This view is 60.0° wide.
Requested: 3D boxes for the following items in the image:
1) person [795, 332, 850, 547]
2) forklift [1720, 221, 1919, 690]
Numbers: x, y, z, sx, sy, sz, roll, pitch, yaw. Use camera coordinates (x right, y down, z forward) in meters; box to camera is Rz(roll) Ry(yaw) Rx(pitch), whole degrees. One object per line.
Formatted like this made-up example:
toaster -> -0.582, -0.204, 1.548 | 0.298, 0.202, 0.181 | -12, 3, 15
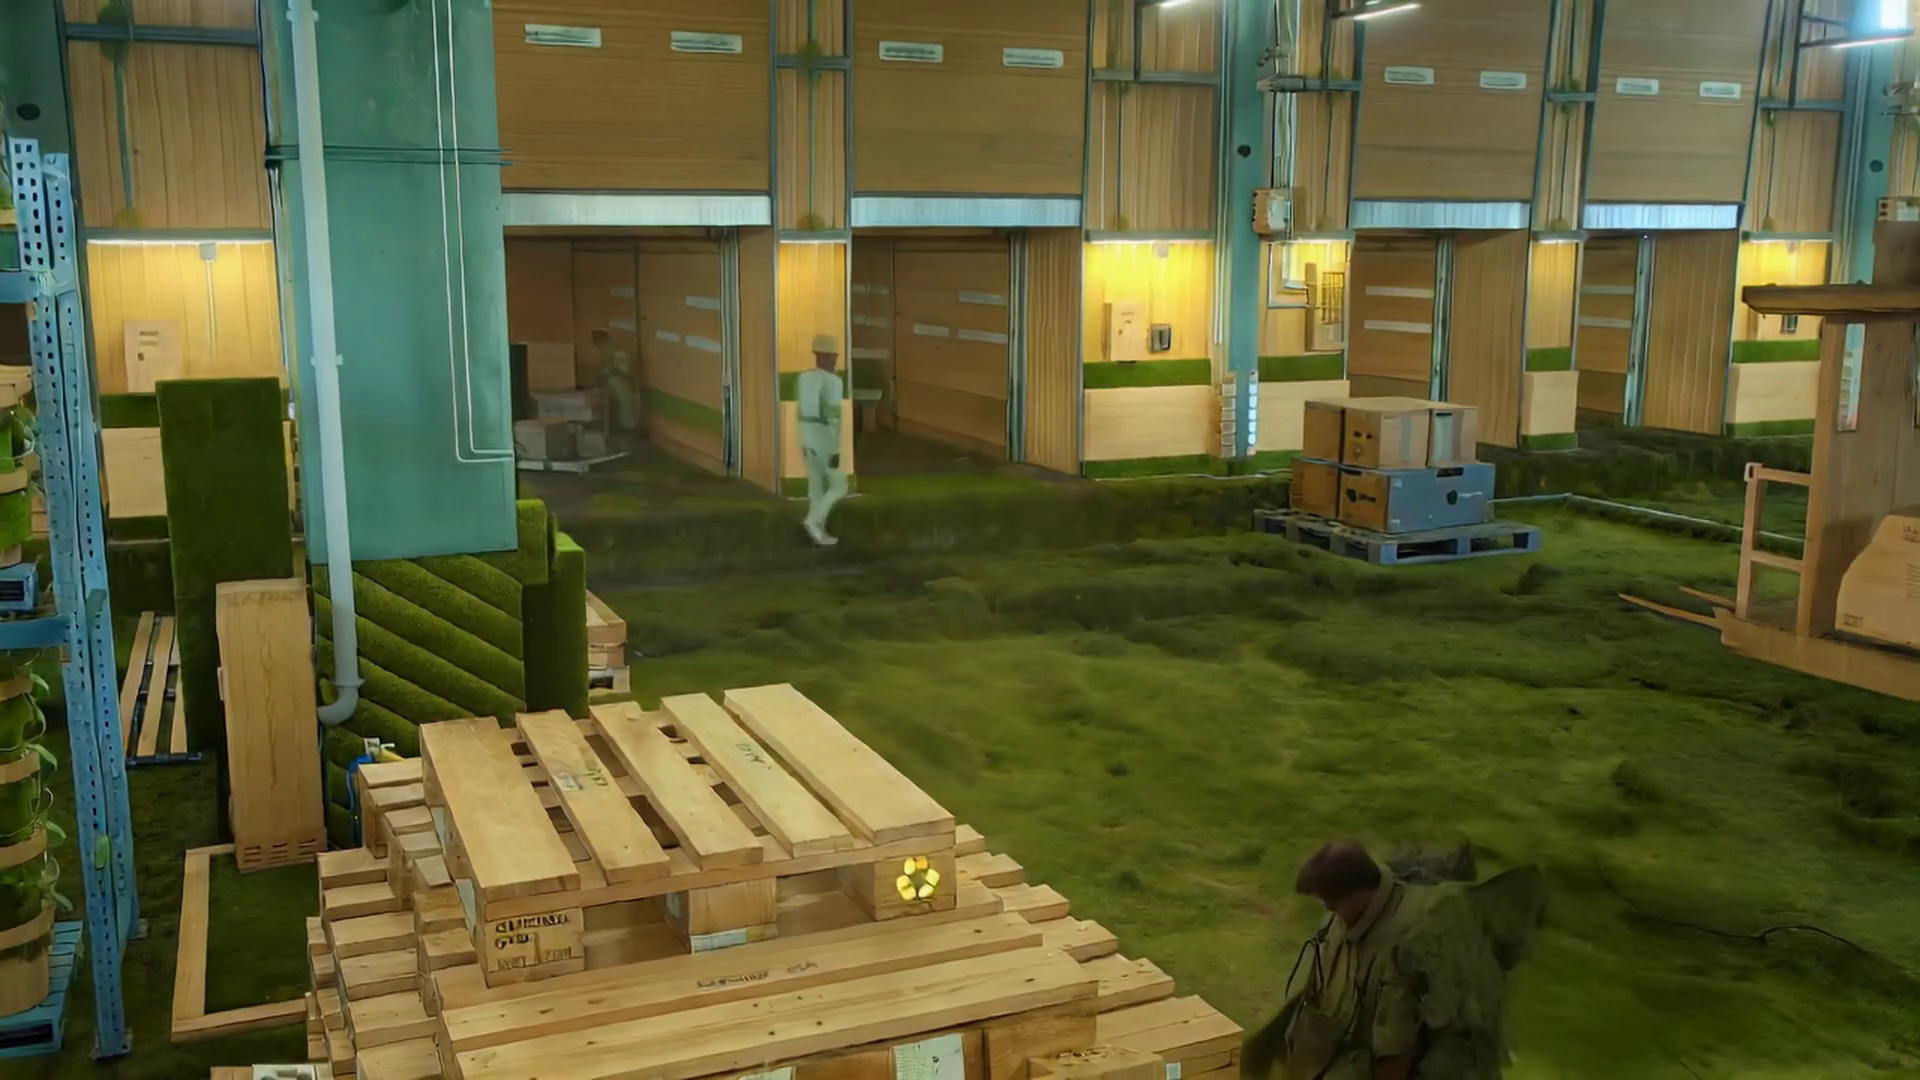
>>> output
person -> -1.217, -0.866, 14.641 | 0.586, 1.913, 0.434 | 9, 14, 41
forklift -> 5.949, -0.550, 10.218 | 1.129, 2.768, 1.873 | -4, 11, -23
